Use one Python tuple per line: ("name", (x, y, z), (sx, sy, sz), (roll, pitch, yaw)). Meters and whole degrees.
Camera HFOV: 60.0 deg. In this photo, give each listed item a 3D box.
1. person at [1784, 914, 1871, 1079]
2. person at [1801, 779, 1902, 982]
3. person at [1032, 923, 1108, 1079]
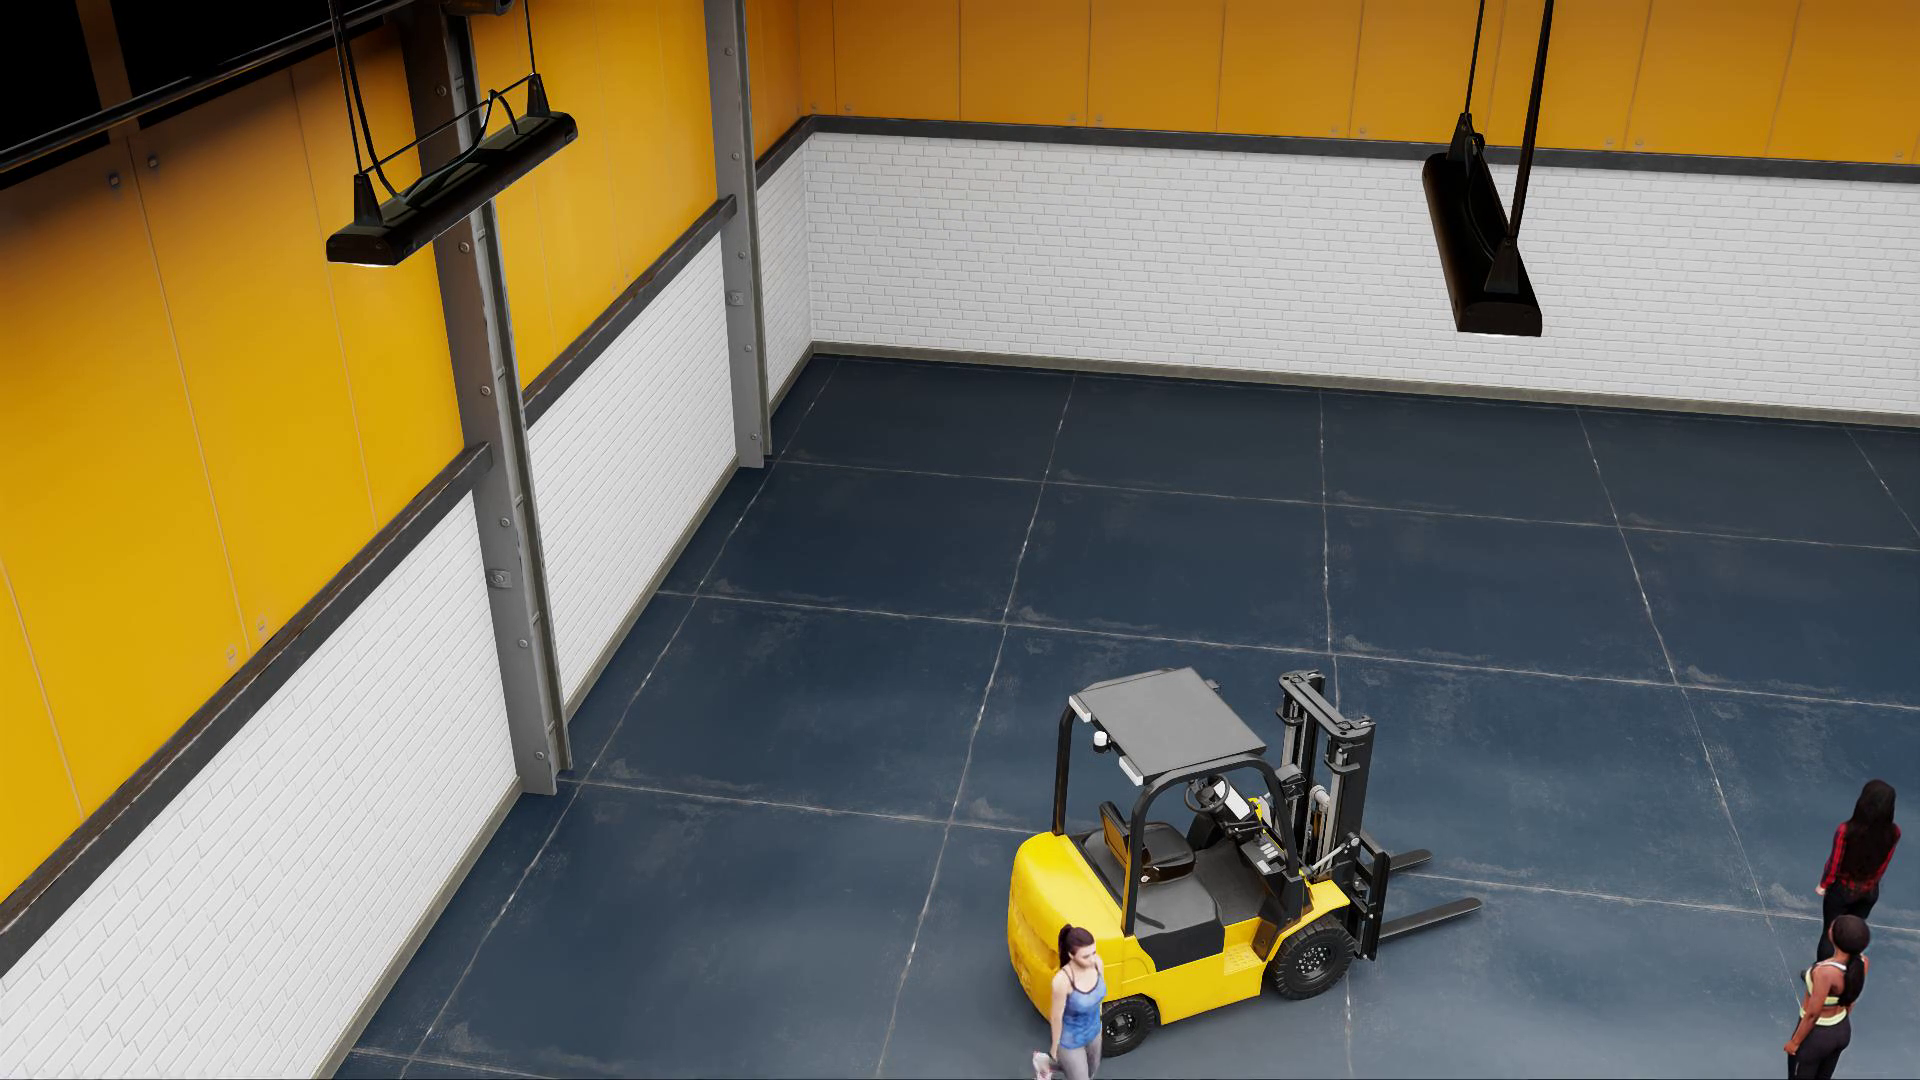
("person", (5.060, 2.922, 9.769), (0.642, 1.753, 0.661), (-11, 31, -20))
("person", (5.911, 2.306, 10.999), (0.637, 1.656, 0.597), (-2, 29, -5))
("person", (0.662, 2.924, 9.931), (0.940, 1.594, 0.957), (-22, 36, -35))
